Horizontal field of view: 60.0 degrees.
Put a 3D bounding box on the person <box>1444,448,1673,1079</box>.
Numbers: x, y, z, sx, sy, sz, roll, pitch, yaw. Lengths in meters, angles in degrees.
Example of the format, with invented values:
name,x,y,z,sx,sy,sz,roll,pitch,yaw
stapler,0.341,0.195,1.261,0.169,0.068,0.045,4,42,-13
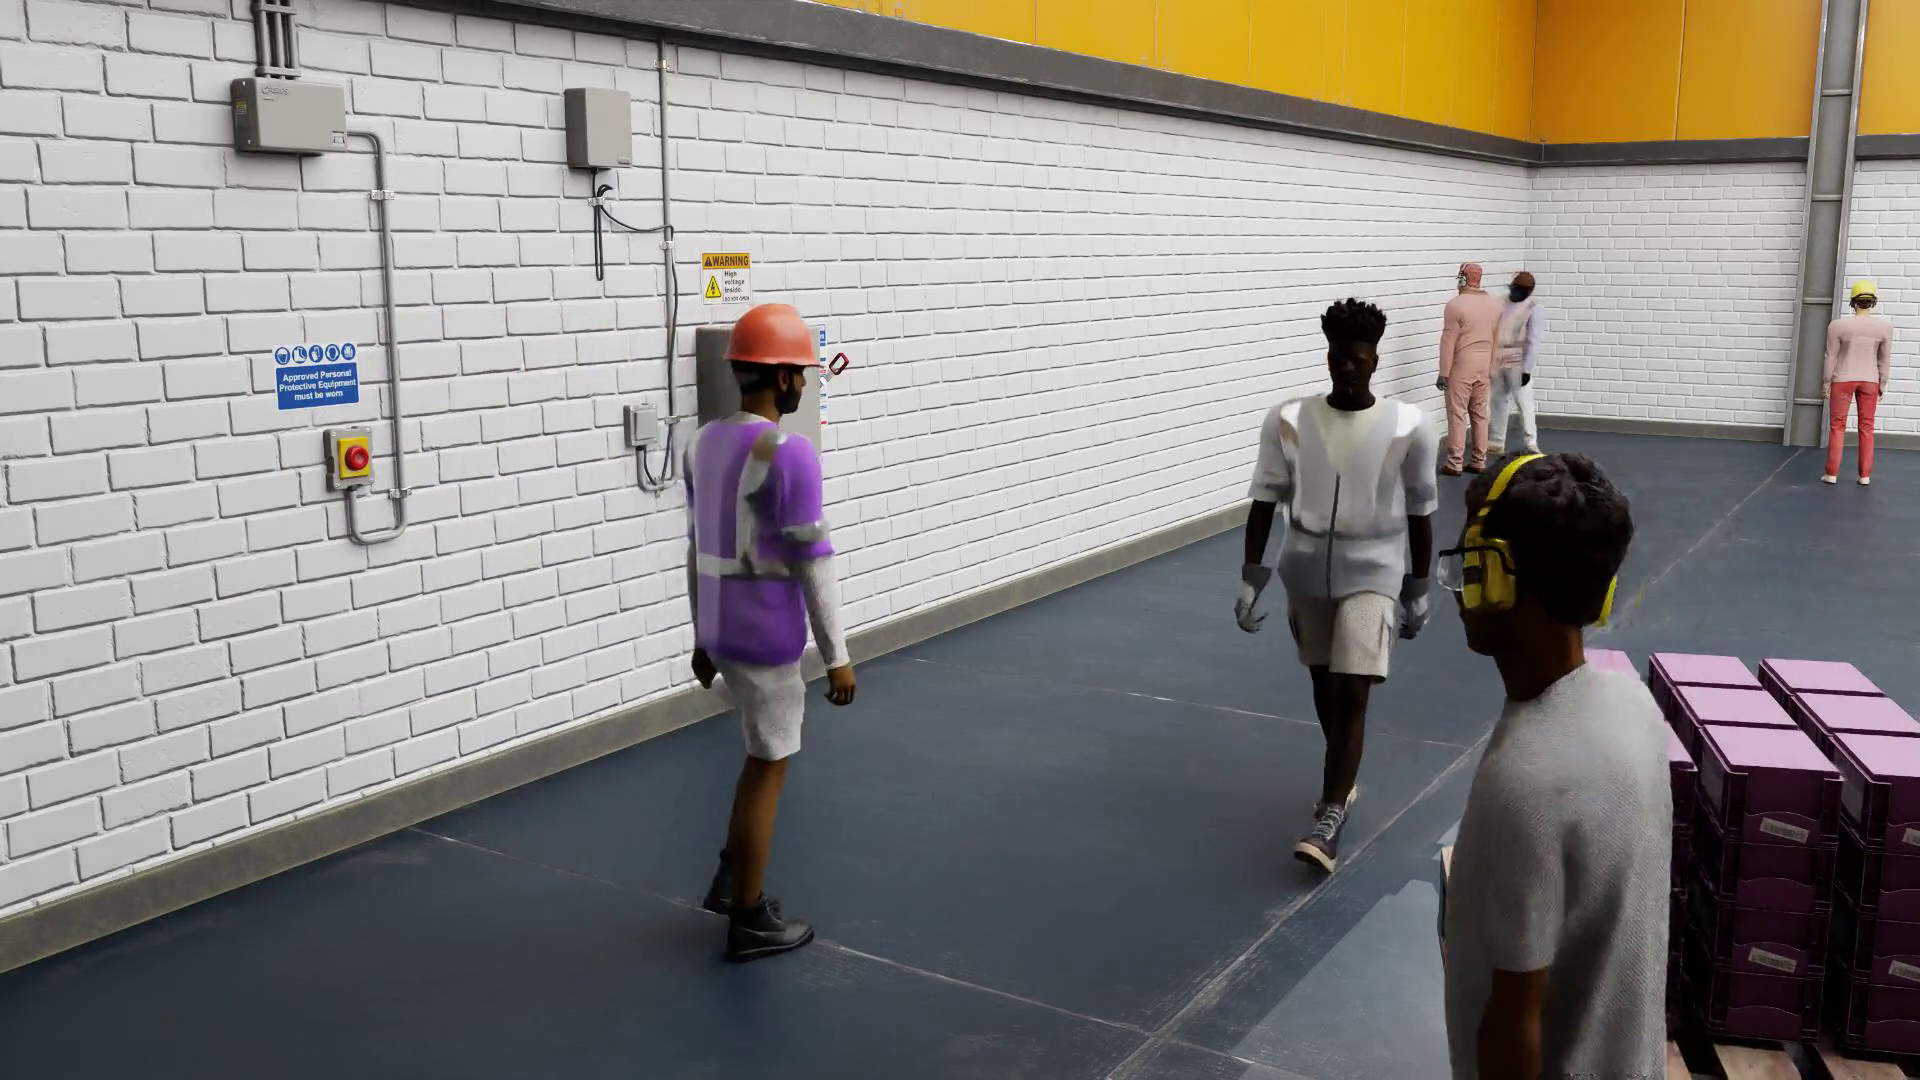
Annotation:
name,x,y,z,sx,sy,sz,roll,pitch,yaw
person,0.829,0.805,2.180,0.737,1.840,0.536,7,12,34

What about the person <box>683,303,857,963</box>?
name,x,y,z,sx,sy,sz,roll,pitch,yaw
person,-0.562,0.281,4.862,0.464,1.921,0.566,-8,13,-36

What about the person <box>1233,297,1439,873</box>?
name,x,y,z,sx,sy,sz,roll,pitch,yaw
person,1.289,0.133,5.707,0.617,1.905,1.056,5,11,25

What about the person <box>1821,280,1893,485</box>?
name,x,y,z,sx,sy,sz,roll,pitch,yaw
person,7.707,-1.348,14.327,0.518,1.757,0.341,2,10,12

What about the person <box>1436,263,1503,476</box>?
name,x,y,z,sx,sy,sz,roll,pitch,yaw
person,4.526,-1.521,14.898,0.643,1.903,0.402,-6,12,-30

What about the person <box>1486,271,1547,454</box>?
name,x,y,z,sx,sy,sz,roll,pitch,yaw
person,5.351,-1.692,16.121,0.432,1.806,0.713,-5,11,-25
